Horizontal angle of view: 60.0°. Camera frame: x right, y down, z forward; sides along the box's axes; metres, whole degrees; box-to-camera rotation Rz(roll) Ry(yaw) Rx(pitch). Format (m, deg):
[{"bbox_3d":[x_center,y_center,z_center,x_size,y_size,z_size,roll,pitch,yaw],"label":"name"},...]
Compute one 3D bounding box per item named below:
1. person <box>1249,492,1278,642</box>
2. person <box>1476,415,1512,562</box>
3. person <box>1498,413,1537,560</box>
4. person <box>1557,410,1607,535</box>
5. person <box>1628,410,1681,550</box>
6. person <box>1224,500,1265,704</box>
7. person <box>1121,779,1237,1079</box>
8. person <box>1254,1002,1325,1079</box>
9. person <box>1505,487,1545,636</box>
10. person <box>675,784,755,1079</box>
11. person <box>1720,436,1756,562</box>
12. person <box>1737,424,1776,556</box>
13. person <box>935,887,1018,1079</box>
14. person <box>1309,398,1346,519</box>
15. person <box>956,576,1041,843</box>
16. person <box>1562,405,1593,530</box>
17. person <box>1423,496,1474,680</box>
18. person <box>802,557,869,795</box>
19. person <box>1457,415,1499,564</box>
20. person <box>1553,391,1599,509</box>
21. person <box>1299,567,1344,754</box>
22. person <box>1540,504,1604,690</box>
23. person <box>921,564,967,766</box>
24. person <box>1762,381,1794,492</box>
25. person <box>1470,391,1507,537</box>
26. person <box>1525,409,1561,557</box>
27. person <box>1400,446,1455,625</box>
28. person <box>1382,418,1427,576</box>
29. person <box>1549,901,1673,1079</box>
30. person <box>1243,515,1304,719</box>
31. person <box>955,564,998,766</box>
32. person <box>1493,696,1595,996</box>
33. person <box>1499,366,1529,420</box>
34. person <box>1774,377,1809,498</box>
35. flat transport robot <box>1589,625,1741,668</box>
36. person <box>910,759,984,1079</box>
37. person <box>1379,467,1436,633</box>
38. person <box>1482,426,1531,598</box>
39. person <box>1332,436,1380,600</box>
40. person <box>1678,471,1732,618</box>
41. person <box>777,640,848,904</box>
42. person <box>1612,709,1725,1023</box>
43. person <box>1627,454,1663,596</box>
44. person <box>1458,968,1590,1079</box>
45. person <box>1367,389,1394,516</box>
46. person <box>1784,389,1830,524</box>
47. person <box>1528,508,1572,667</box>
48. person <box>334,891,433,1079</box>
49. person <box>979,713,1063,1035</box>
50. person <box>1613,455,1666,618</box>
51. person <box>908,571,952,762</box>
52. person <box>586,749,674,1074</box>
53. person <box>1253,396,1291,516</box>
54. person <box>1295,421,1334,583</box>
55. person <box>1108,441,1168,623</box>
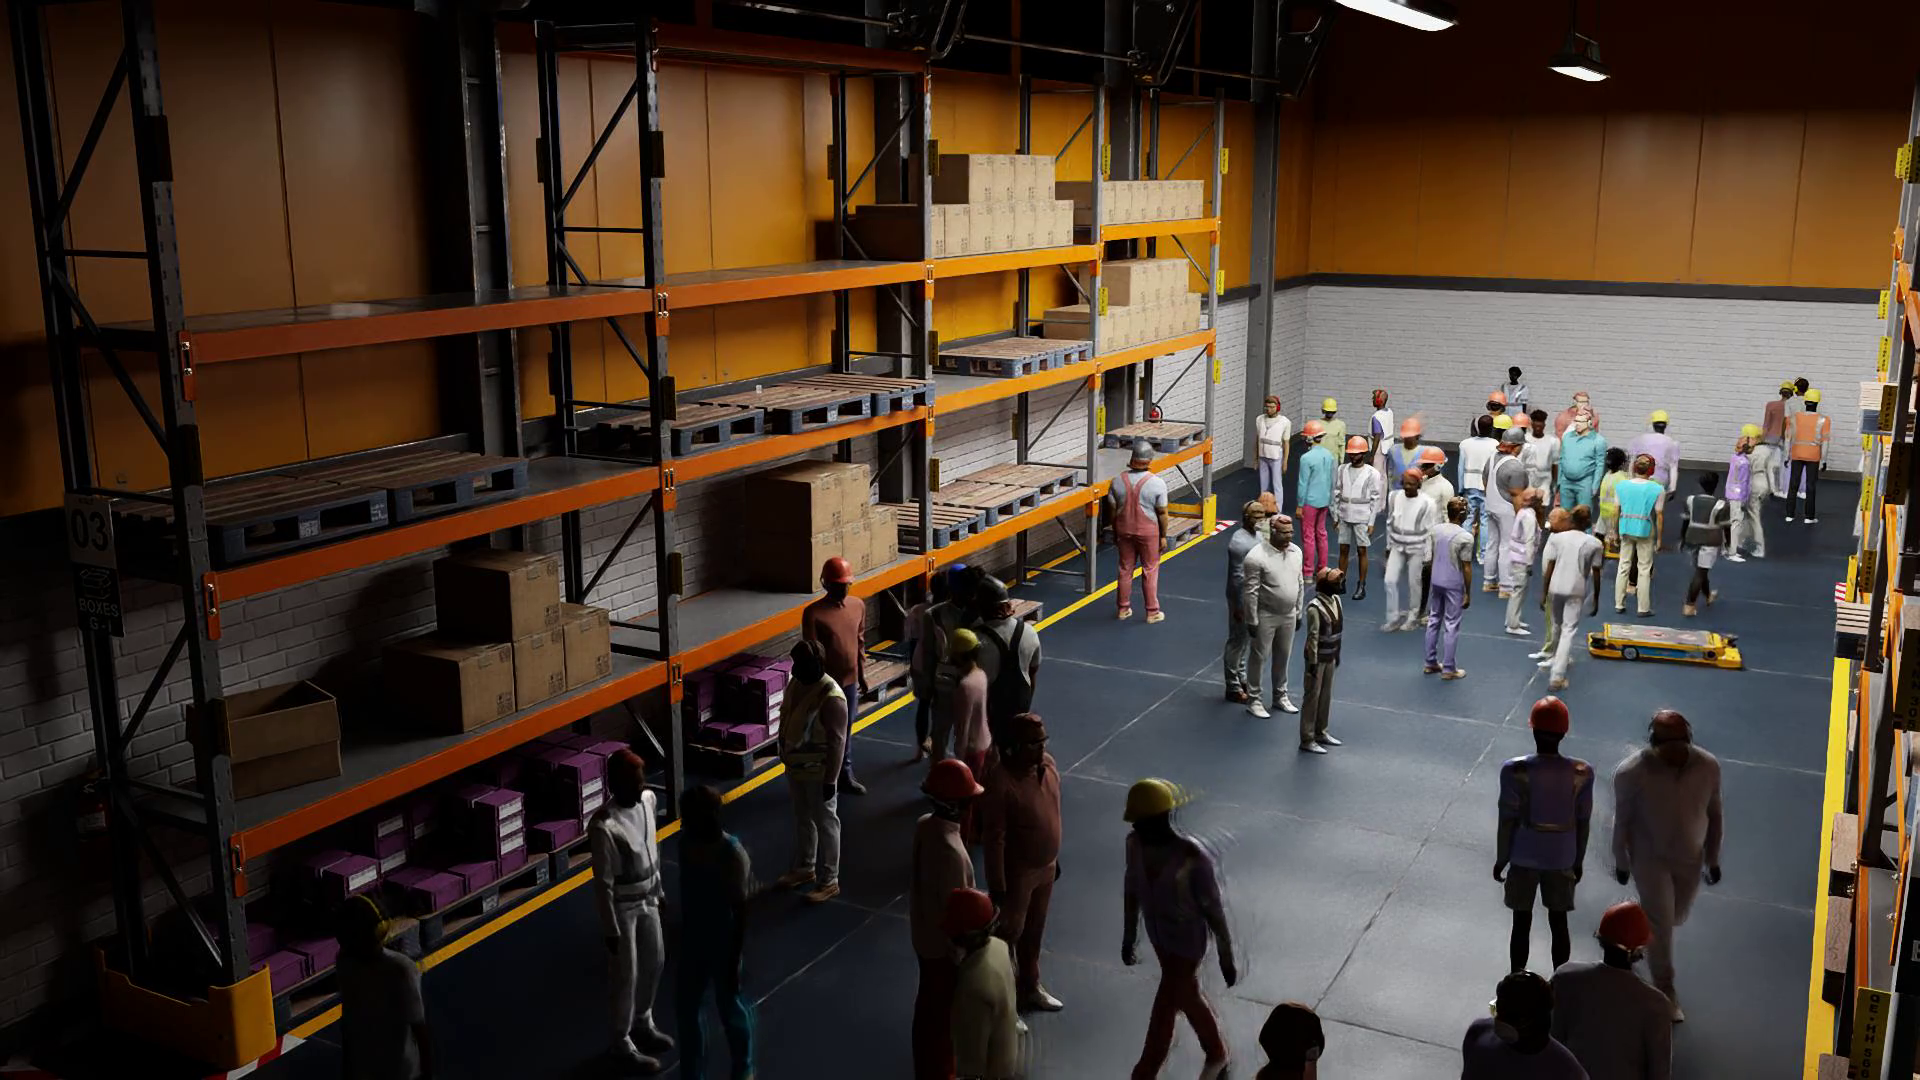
[{"bbox_3d":[3.248,0.293,17.711,0.500,1.636,0.284,5,13,20],"label":"person"},{"bbox_3d":[6.854,-0.655,21.324,0.401,1.919,0.587,2,13,11],"label":"person"},{"bbox_3d":[7.126,-0.673,21.385,0.546,1.930,0.386,9,16,35],"label":"person"},{"bbox_3d":[8.081,-0.749,21.764,0.410,1.909,0.643,-11,17,-41],"label":"person"},{"bbox_3d":[9.059,-0.746,21.795,0.628,1.892,0.734,8,15,33],"label":"person"},{"bbox_3d":[2.717,0.570,15.795,0.379,1.937,0.629,6,14,26],"label":"person"},{"bbox_3d":[1.145,2.153,8.905,0.996,1.852,0.656,-9,15,-35],"label":"person"},{"bbox_3d":[1.362,2.692,6.973,0.279,1.634,0.499,9,15,35],"label":"person"},{"bbox_3d":[6.118,0.223,18.043,0.327,1.625,0.533,3,13,13],"label":"person"},{"bbox_3d":[-1.341,2.181,8.841,0.566,1.811,0.641,8,15,32],"label":"person"},{"bbox_3d":[10.020,-0.533,21.426,0.312,1.632,0.526,2,13,9],"label":"person"},{"bbox_3d":[10.394,-0.667,21.866,0.501,1.691,0.893,-3,13,-13],"label":"person"},{"bbox_3d":[0.185,2.450,7.870,0.713,1.721,0.588,2,13,10],"label":"person"},{"bbox_3d":[5.294,-1.173,24.004,0.528,1.761,0.342,1,13,5],"label":"person"},{"bbox_3d":[0.245,1.250,12.512,0.680,2.000,0.535,-7,14,-28],"label":"person"},{"bbox_3d":[8.331,-0.884,22.400,0.403,1.897,0.654,12,17,42],"label":"person"},{"bbox_3d":[4.850,0.472,16.469,0.341,1.839,0.501,-9,15,-34],"label":"person"},{"bbox_3d":[-0.980,1.102,13.278,0.613,1.995,0.390,-11,17,-41],"label":"person"},{"bbox_3d":[6.655,-0.646,21.277,0.596,1.918,0.382,10,16,39],"label":"person"},{"bbox_3d":[8.796,-1.186,23.757,0.644,1.897,0.398,-1,13,-2],"label":"person"},{"bbox_3d":[3.143,1.030,14.425,0.314,1.632,0.516,10,16,38],"label":"person"},{"bbox_3d":[5.983,0.543,16.299,0.525,1.784,0.957,10,16,37],"label":"person"},{"bbox_3d":[-0.013,1.135,13.236,0.605,1.948,0.384,-4,13,-15],"label":"person"},{"bbox_3d":[12.789,-1.596,25.908,0.533,1.757,0.336,7,14,27],"label":"person"},{"bbox_3d":[7.252,-1.017,22.701,0.610,2.031,0.408,6,14,24],"label":"person"},{"bbox_3d":[7.568,-0.799,21.969,0.630,1.931,0.908,3,13,14],"label":"person"},{"bbox_3d":[5.212,-0.057,18.465,0.384,1.996,0.610,-4,13,-18],"label":"person"},{"bbox_3d":[5.631,-0.561,20.795,0.624,1.971,1.151,8,15,31],"label":"person"},{"bbox_3d":[2.976,2.486,7.624,0.334,1.753,0.562,-12,17,-42],"label":"person"},{"bbox_3d":[2.907,0.695,15.324,0.645,1.900,0.399,-7,14,-27],"label":"person"},{"bbox_3d":[0.104,1.142,13.167,0.363,1.962,0.612,-11,17,-42],"label":"person"},{"bbox_3d":[3.466,1.875,9.947,0.545,1.939,0.374,1,13,6],"label":"person"},{"bbox_3d":[9.442,-2.134,28.456,0.534,1.694,0.320,11,17,41],"label":"person"},{"bbox_3d":[12.834,-1.561,25.519,0.506,1.861,0.330,0,13,-1],"label":"person"},{"bbox_3d":[7.306,1.081,17.267,1.431,0.197,0.652,5,13,20],"label":"flat transport robot"},{"bbox_3d":[-0.070,2.107,8.779,0.391,1.995,0.613,-4,13,-17],"label":"person"},{"bbox_3d":[4.842,0.117,18.007,0.598,1.850,0.681,11,17,40],"label":"person"},{"bbox_3d":[6.493,-0.341,19.637,0.538,2.000,0.690,-3,13,-13],"label":"person"},{"bbox_3d":[4.623,-0.261,19.511,0.543,1.938,0.357,9,16,36],"label":"person"},{"bbox_3d":[8.463,0.033,18.835,0.914,1.635,0.550,-10,16,-38],"label":"person"},{"bbox_3d":[-1.035,1.580,11.488,0.429,1.844,0.625,-10,16,-37],"label":"person"},{"bbox_3d":[4.239,1.878,10.078,0.651,1.876,0.796,-1,13,-5],"label":"person"},{"bbox_3d":[8.052,-0.180,19.691,0.533,1.697,0.319,-6,14,-26],"label":"person"},{"bbox_3d":[2.200,2.612,6.645,0.372,1.940,0.631,-8,15,-32],"label":"person"},{"bbox_3d":[6.116,-1.272,24.241,0.390,1.846,0.565,8,15,31],"label":"person"},{"bbox_3d":[12.044,-1.188,23.681,0.584,1.929,0.371,10,16,38],"label":"person"},{"bbox_3d":[6.021,0.474,16.900,0.280,1.636,0.503,1,13,4],"label":"person"},{"bbox_3d":[-2.598,2.441,7.602,0.528,1.853,0.451,8,15,31],"label":"person"},{"bbox_3d":[0.396,1.927,9.782,0.407,1.906,0.655,10,16,37],"label":"person"},{"bbox_3d":[7.631,-0.043,18.741,0.563,1.847,0.390,11,17,41],"label":"person"},{"bbox_3d":[-0.194,1.081,14.071,0.573,1.673,0.378,6,14,26],"label":"person"},{"bbox_3d":[-1.828,2.052,9.306,0.391,1.878,0.599,5,14,21],"label":"person"},{"bbox_3d":[4.450,-1.146,23.709,0.394,1.836,0.560,-12,17,-43],"label":"person"},{"bbox_3d":[4.310,-0.470,20.351,0.608,1.987,0.403,-12,17,-43],"label":"person"},{"bbox_3d":[2.024,-0.102,18.566,0.689,2.000,0.537,7,14,28],"label":"person"}]
